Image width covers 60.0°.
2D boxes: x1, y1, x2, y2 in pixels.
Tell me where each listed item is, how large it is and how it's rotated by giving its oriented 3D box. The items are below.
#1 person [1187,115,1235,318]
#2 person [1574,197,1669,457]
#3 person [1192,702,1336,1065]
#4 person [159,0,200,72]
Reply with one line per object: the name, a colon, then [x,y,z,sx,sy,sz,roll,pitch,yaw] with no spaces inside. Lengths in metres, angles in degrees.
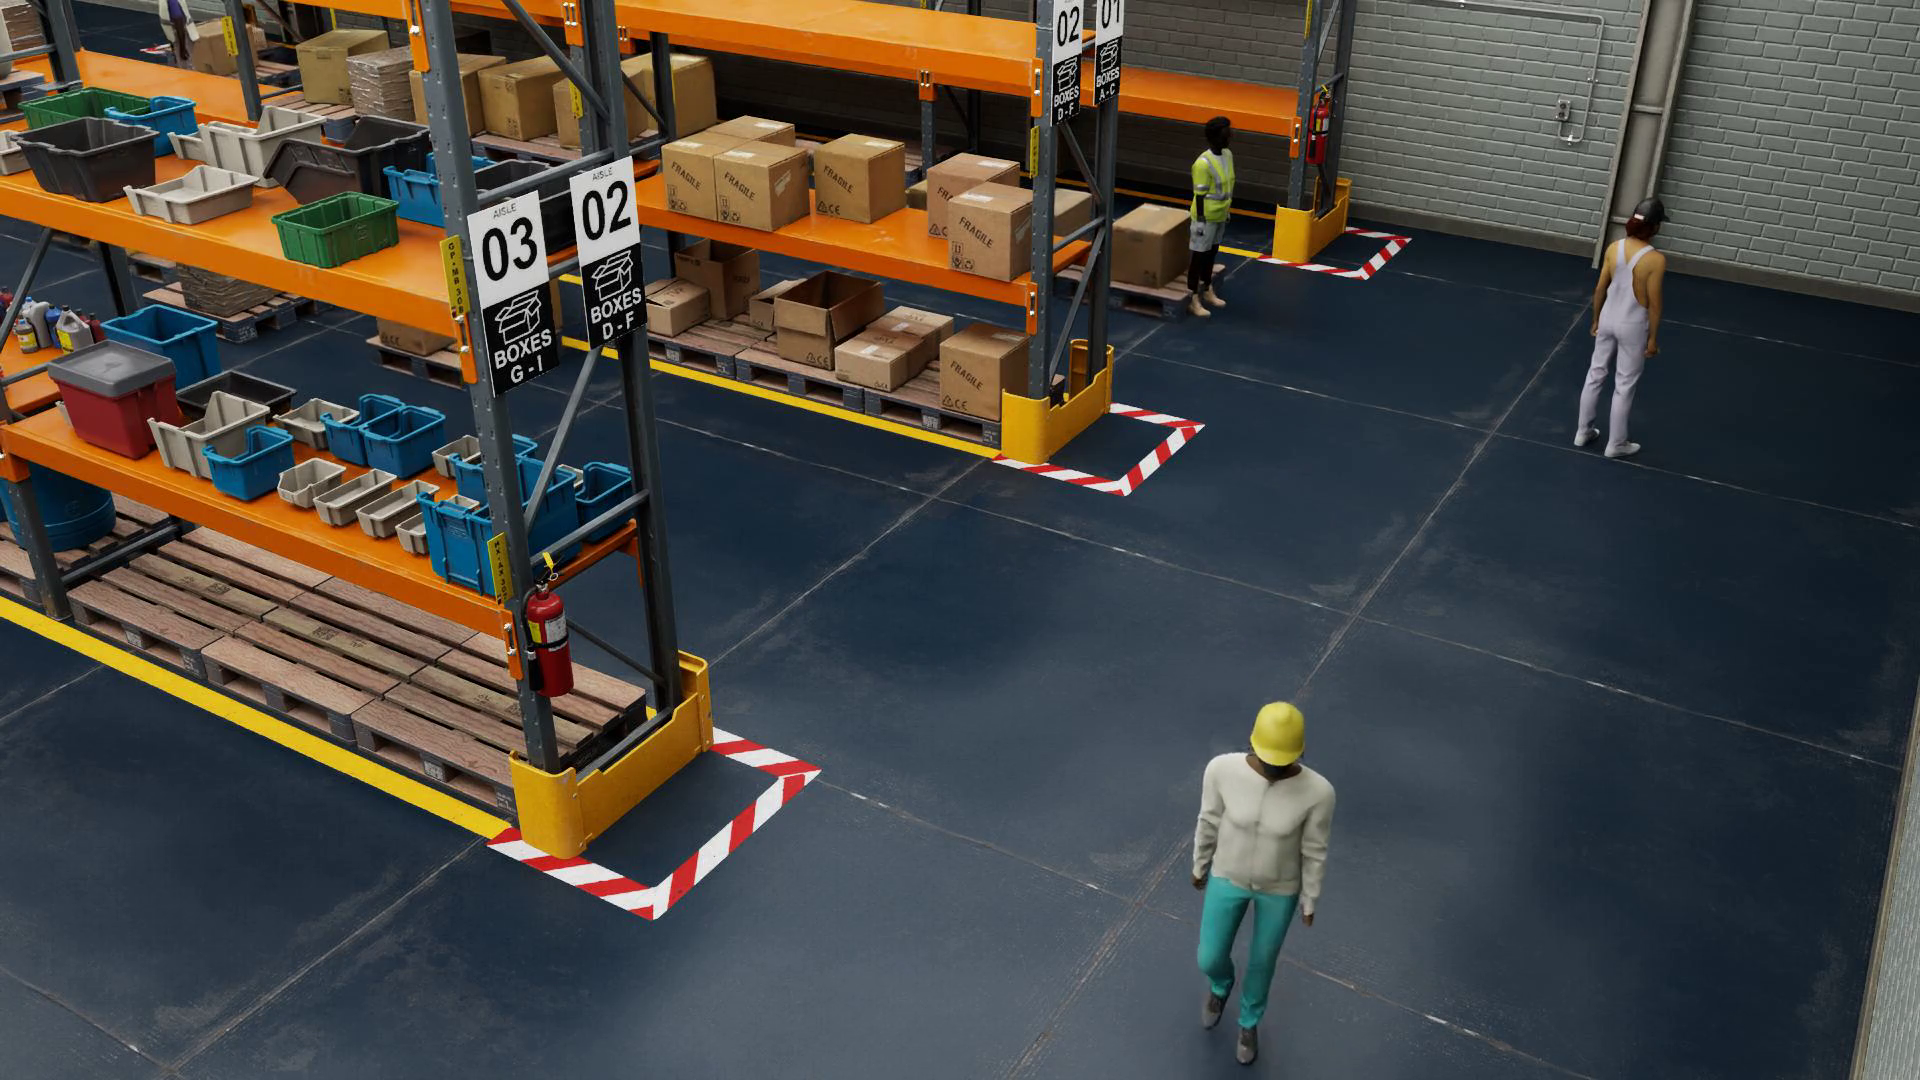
person: [2.129,-2.744,14.087,0.318,1.699,0.533,19,34,30]
person: [4.694,-1.498,11.688,0.388,1.859,0.519,-20,35,-31]
person: [1.179,1.380,6.616,0.532,1.754,0.373,7,30,13]
person: [-9.127,-5.840,19.507,0.407,1.832,0.571,-13,32,-22]
